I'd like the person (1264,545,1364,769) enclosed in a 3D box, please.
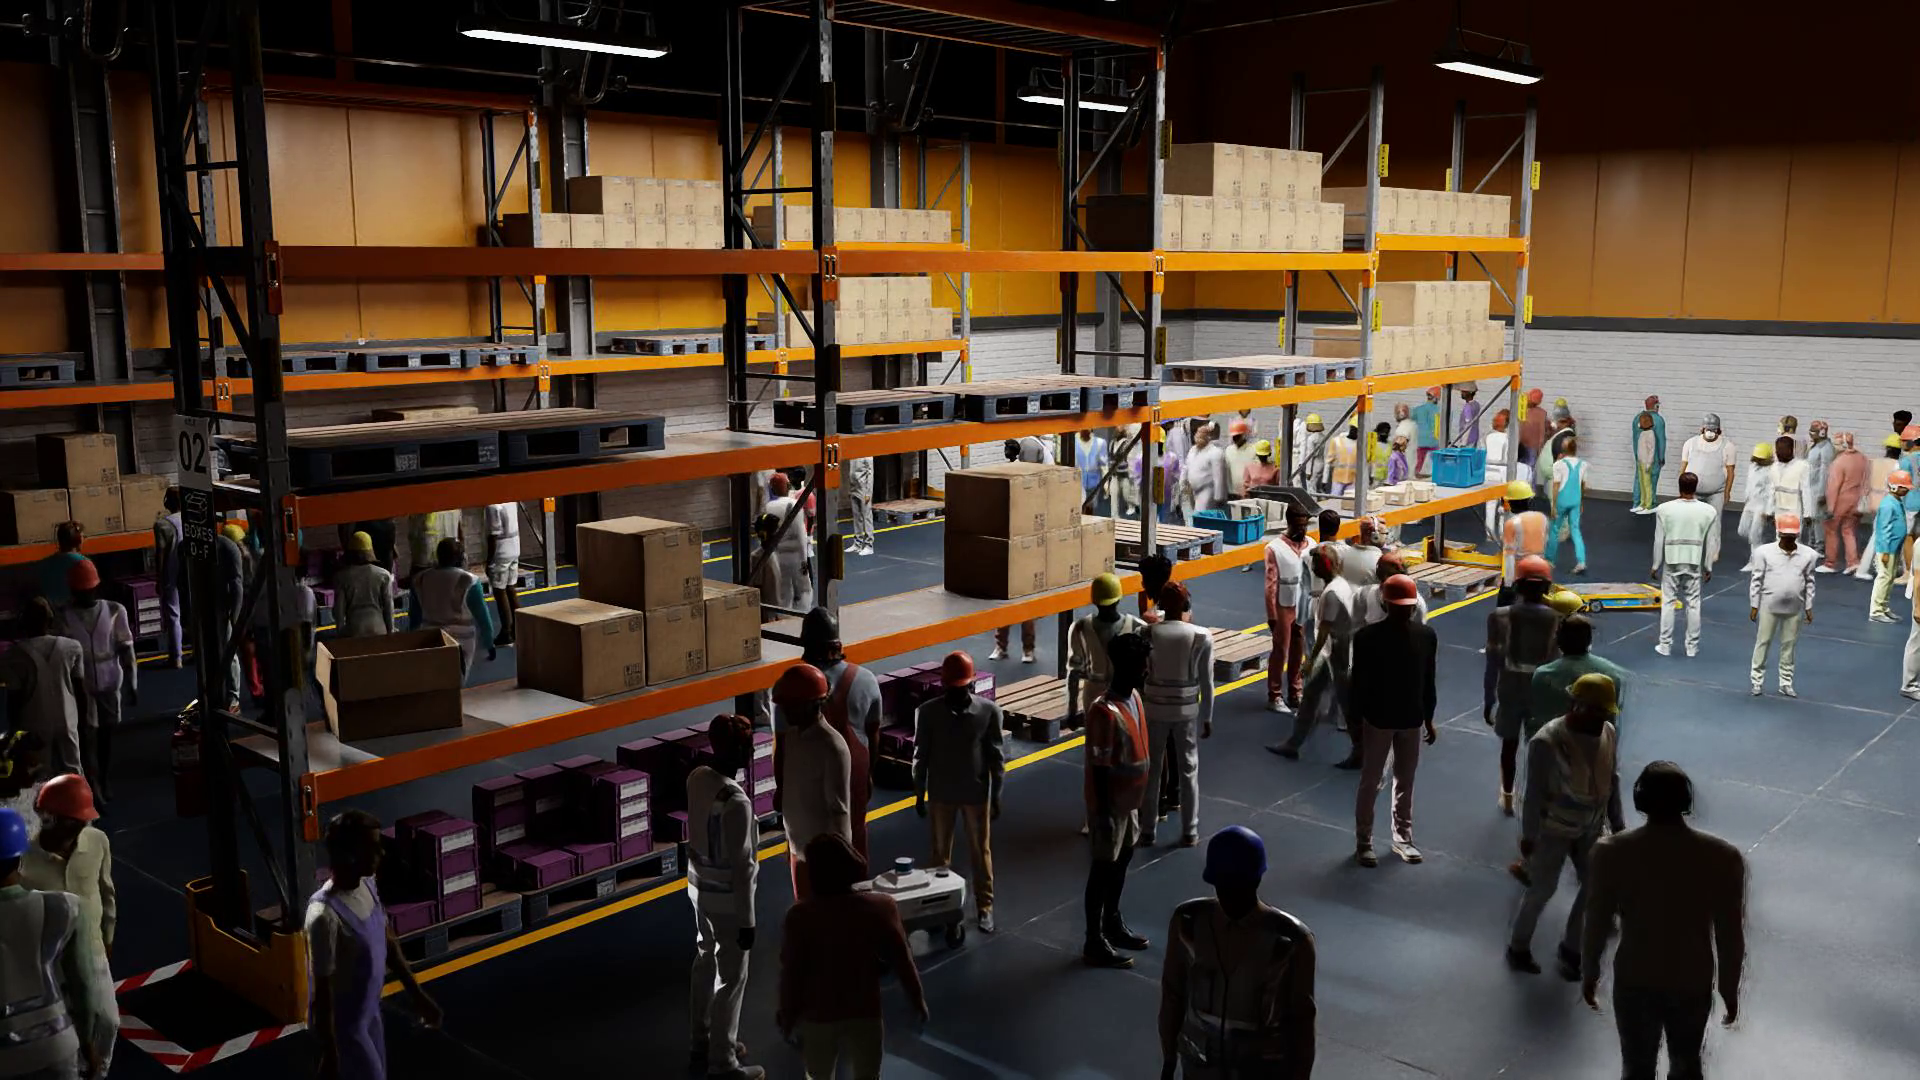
[{"bbox_3d":[2.895,0.944,13.381,0.929,1.787,0.600,1,10,6],"label":"person"}]

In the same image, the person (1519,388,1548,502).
[{"bbox_3d":[9.591,-1.616,28.232,0.462,1.942,0.789,-6,11,-34],"label":"person"}]

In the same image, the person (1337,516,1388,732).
[{"bbox_3d":[3.503,0.741,14.268,0.401,1.904,0.650,-6,11,-32],"label":"person"}]

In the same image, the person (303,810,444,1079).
[{"bbox_3d":[-2.435,2.019,6.887,0.510,1.829,0.538,-1,10,-6],"label":"person"}]

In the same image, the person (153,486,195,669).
[{"bbox_3d":[-7.811,0.373,16.687,0.353,1.835,0.518,8,12,38],"label":"person"}]

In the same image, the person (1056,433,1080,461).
[{"bbox_3d":[1.817,-1.305,26.930,0.529,1.761,0.341,-2,10,-9],"label":"person"}]

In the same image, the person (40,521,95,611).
[{"bbox_3d":[-7.670,0.746,14.480,0.595,1.815,0.553,3,10,19],"label":"person"}]

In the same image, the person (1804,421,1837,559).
[{"bbox_3d":[11.757,-0.692,22.857,0.398,1.899,0.647,2,10,11],"label":"person"}]

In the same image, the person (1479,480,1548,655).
[{"bbox_3d":[5.693,0.330,16.811,0.596,1.883,0.910,-4,10,-24],"label":"person"}]

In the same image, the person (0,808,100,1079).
[{"bbox_3d":[-3.728,2.009,6.565,0.605,1.948,0.405,-5,11,-28],"label":"person"}]

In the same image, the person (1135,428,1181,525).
[{"bbox_3d":[2.615,-0.567,22.078,0.597,1.909,0.754,0,10,-2],"label":"person"}]

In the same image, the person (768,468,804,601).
[{"bbox_3d":[-2.043,-0.142,19.754,0.393,1.836,0.561,6,11,33],"label":"person"}]

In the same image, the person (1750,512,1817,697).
[{"bbox_3d":[7.682,0.604,15.533,0.569,1.749,0.342,2,10,12],"label":"person"}]

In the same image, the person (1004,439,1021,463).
[{"bbox_3d":[0.715,-0.519,22.409,0.317,1.695,0.540,-3,10,-17],"label":"person"}]

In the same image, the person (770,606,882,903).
[{"bbox_3d":[-0.831,1.396,9.953,0.680,2.000,0.536,-4,10,-24],"label":"person"}]

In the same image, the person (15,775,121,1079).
[{"bbox_3d":[-4.153,1.930,7.678,0.461,1.723,0.597,7,12,37],"label":"person"}]

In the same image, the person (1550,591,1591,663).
[{"bbox_3d":[4.286,1.231,11.780,0.327,1.760,0.523,6,11,31],"label":"person"}]

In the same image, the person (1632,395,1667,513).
[{"bbox_3d":[11.202,-1.392,26.979,0.411,1.913,0.643,-4,10,-22],"label":"person"}]

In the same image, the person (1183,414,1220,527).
[{"bbox_3d":[3.698,-1.185,25.421,0.613,2.028,0.409,6,11,31],"label":"person"}]

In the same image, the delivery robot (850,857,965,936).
[{"bbox_3d":[-0.329,2.116,9.801,0.707,0.478,0.477,-5,11,-29],"label":"delivery robot"}]

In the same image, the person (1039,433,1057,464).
[{"bbox_3d":[1.471,-1.427,27.424,0.393,1.836,0.560,-7,12,-36],"label":"person"}]

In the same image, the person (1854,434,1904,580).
[{"bbox_3d":[11.865,-0.419,21.306,0.987,1.867,0.581,-3,10,-19],"label":"person"}]

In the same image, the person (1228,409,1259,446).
[{"bbox_3d":[4.907,-1.553,28.829,0.533,1.604,0.800,2,10,10],"label":"person"}]

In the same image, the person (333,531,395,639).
[{"bbox_3d":[-5.170,0.788,14.465,0.492,1.742,0.319,-4,10,-21],"label":"person"}]

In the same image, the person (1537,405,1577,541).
[{"bbox_3d":[8.697,-0.982,24.146,0.607,2.000,0.746,3,10,15],"label":"person"}]

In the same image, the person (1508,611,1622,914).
[{"bbox_3d":[3.875,1.384,10.478,0.647,1.898,1.011,-2,10,-14],"label":"person"}]

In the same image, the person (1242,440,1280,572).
[{"bbox_3d":[3.941,-0.439,21.750,0.522,1.761,0.322,3,10,15],"label":"person"}]

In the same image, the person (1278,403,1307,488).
[{"bbox_3d":[5.262,-1.282,26.427,0.352,1.880,0.577,-7,12,-36],"label":"person"}]

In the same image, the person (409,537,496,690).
[{"bbox_3d":[-4.252,0.881,13.811,0.651,1.798,0.963,3,10,15],"label":"person"}]

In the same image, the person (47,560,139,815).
[{"bbox_3d":[-6.334,1.086,12.204,0.554,1.885,1.017,-7,12,-35],"label":"person"}]

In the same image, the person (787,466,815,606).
[{"bbox_3d":[-1.930,-0.071,19.736,0.535,1.697,0.318,9,13,43],"label":"person"}]

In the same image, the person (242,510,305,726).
[{"bbox_3d":[-6.008,0.680,14.563,0.388,1.930,0.544,8,12,40],"label":"person"}]

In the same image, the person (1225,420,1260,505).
[{"bbox_3d":[3.868,-0.655,22.407,0.654,1.968,0.625,-8,12,-39],"label":"person"}]

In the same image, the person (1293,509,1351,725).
[{"bbox_3d":[3.228,0.683,14.616,0.598,1.908,0.402,-3,10,-18],"label":"person"}]

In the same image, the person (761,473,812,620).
[{"bbox_3d":[-1.822,0.207,17.654,0.665,1.833,0.520,5,11,29],"label":"person"}]

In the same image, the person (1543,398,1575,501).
[{"bbox_3d":[10.187,-1.539,28.307,0.525,1.762,0.340,2,10,10],"label":"person"}]

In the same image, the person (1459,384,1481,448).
[{"bbox_3d":[8.687,-1.712,28.484,0.375,2.048,0.605,6,11,30],"label":"person"}]

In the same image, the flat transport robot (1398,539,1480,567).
[{"bbox_3d":[6.409,0.183,22.467,0.652,0.197,1.431,9,13,42],"label":"flat transport robot"}]

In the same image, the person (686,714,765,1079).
[{"bbox_3d":[-1.164,1.773,8.214,0.342,1.877,0.577,-6,11,-32],"label":"person"}]

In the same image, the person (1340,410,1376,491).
[{"bbox_3d":[5.854,-0.975,24.576,0.576,1.881,0.352,-1,10,-8],"label":"person"}]

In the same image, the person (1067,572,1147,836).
[{"bbox_3d":[1.046,1.160,11.744,0.597,1.912,0.397,2,10,10],"label":"person"}]

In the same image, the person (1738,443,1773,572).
[{"bbox_3d":[10.500,-0.435,21.834,0.431,1.719,0.489,-2,10,-12],"label":"person"}]

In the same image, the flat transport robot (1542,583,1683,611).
[{"bbox_3d":[7.664,0.666,19.584,1.431,0.197,0.652,-1,10,-4],"label":"flat transport robot"}]

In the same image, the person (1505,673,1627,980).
[{"bbox_3d":[3.458,1.609,9.460,0.619,1.784,0.552,-4,10,-22],"label":"person"}]
